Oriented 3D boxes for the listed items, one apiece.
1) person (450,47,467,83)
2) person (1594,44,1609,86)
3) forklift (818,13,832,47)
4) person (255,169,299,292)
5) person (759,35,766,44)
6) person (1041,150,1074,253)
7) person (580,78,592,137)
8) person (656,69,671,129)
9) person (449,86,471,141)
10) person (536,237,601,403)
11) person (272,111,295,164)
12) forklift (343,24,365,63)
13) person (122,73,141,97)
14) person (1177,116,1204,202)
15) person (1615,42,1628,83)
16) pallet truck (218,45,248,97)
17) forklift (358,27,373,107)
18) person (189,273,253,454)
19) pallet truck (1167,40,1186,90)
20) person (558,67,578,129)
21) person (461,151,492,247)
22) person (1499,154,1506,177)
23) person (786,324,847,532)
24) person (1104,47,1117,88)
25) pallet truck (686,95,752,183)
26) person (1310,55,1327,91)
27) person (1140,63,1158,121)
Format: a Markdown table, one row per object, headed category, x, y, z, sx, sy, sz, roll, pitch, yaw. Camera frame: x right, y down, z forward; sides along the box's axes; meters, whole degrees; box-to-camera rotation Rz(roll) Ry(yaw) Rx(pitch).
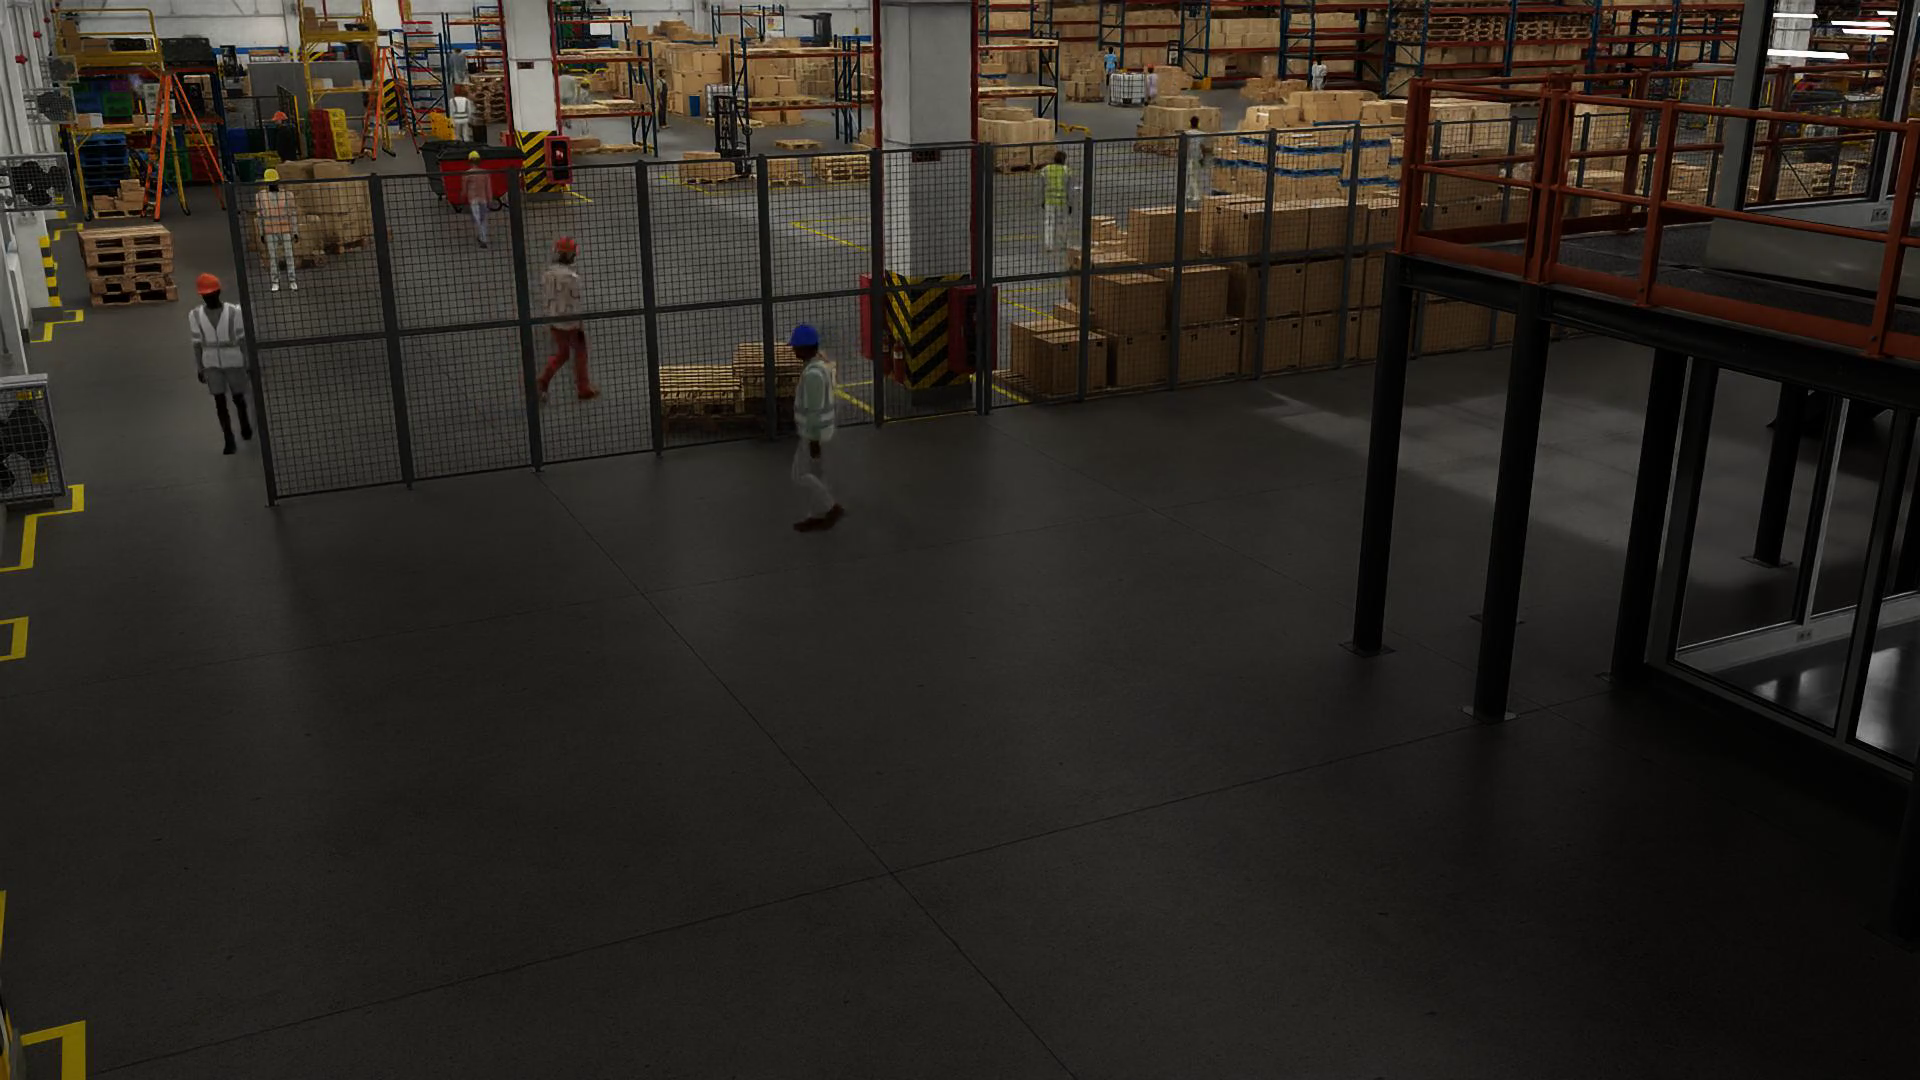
| category | x | y | z | sx | sy | sz | roll | pitch | yaw |
| --- | --- | --- | --- | --- | --- | --- | --- | --- | --- |
| person | -20.030 | -18.743 | 66.492 | 0.640 | 1.908 | 0.966 | -2 | 19 | -6 |
| person | 26.379 | -19.439 | 68.508 | 0.565 | 1.890 | 0.667 | -13 | 23 | -34 |
| forklift | -6.437 | -23.872 | 79.870 | 1.873 | 2.768 | 1.129 | -9 | 21 | -25 |
| person | -10.774 | -4.893 | 26.293 | 0.587 | 1.928 | 0.363 | -6 | 20 | -17 |
| person | -9.148 | -22.744 | 78.091 | 0.794 | 1.888 | 0.606 | -3 | 19 | -8 |
| person | 1.759 | -6.093 | 29.943 | 0.630 | 1.846 | 0.519 | 6 | 20 | 16 |
| person | -11.296 | -13.041 | 50.193 | 0.324 | 1.740 | 0.492 | 0 | 19 | 0 |
| person | -9.455 | -14.040 | 52.933 | 0.346 | 1.846 | 0.505 | 5 | 20 | 14 |
| person | -13.601 | -11.368 | 45.168 | 0.615 | 1.851 | 0.873 | -14 | 23 | -35 |
| person | -4.640 | -2.549 | 19.437 | 0.624 | 1.969 | 0.775 | 15 | 24 | 36 |
| person | -14.489 | -8.197 | 35.768 | 0.379 | 1.996 | 0.611 | -2 | 19 | -4 |
| forklift | -23.409 | -18.630 | 64.674 | 1.129 | 2.768 | 1.873 | 13 | 23 | 33 |
| person | -29.553 | -16.260 | 59.291 | 0.554 | 1.891 | 0.936 | -1 | 19 | -4 |
| person | 5.104 | -8.374 | 36.557 | 0.508 | 1.829 | 0.959 | -7 | 20 | -19 |
| person | 29.224 | -21.215 | 73.443 | 0.614 | 2.039 | 0.402 | -3 | 19 | -8 |
| pallet truck | -28.879 | -18.665 | 66.111 | 0.823 | 1.965 | 1.885 | -3 | 19 | -9 |
| forklift | -21.672 | -17.492 | 61.376 | 1.129 | 2.768 | 1.873 | 16 | 25 | 38 |
| person | -7.781 | -1.879 | 17.565 | 0.559 | 1.918 | 0.499 | -4 | 19 | -11 |
| pallet truck | 9.045 | -19.971 | 69.895 | 0.823 | 1.965 | 1.885 | -3 | 19 | -8 |
| person | -12.517 | -14.128 | 53.098 | 0.654 | 1.901 | 0.895 | 0 | 19 | 0 |
| person | -8.892 | -6.277 | 30.619 | 0.524 | 1.721 | 0.911 | -14 | 23 | -34 |
| person | 9.374 | -5.746 | 28.835 | 1.019 | 1.901 | 0.645 | 11 | 22 | 30 |
| person | -1.335 | -0.985 | 14.950 | 0.430 | 1.934 | 0.641 | -2 | 19 | -4 |
| person | 6.363 | -19.972 | 70.351 | 0.541 | 1.696 | 0.316 | -1 | 19 | -3 |
| pallet truck | -5.836 | -9.608 | 39.856 | 0.823 | 1.965 | 1.885 | 10 | 22 | 27 |
| person | 12.764 | -16.321 | 59.359 | 0.615 | 1.964 | 0.361 | 18 | 26 | 41 |
| person | 6.404 | -14.870 | 55.256 | 0.541 | 1.910 | 0.916 | -13 | 23 | -34 |
